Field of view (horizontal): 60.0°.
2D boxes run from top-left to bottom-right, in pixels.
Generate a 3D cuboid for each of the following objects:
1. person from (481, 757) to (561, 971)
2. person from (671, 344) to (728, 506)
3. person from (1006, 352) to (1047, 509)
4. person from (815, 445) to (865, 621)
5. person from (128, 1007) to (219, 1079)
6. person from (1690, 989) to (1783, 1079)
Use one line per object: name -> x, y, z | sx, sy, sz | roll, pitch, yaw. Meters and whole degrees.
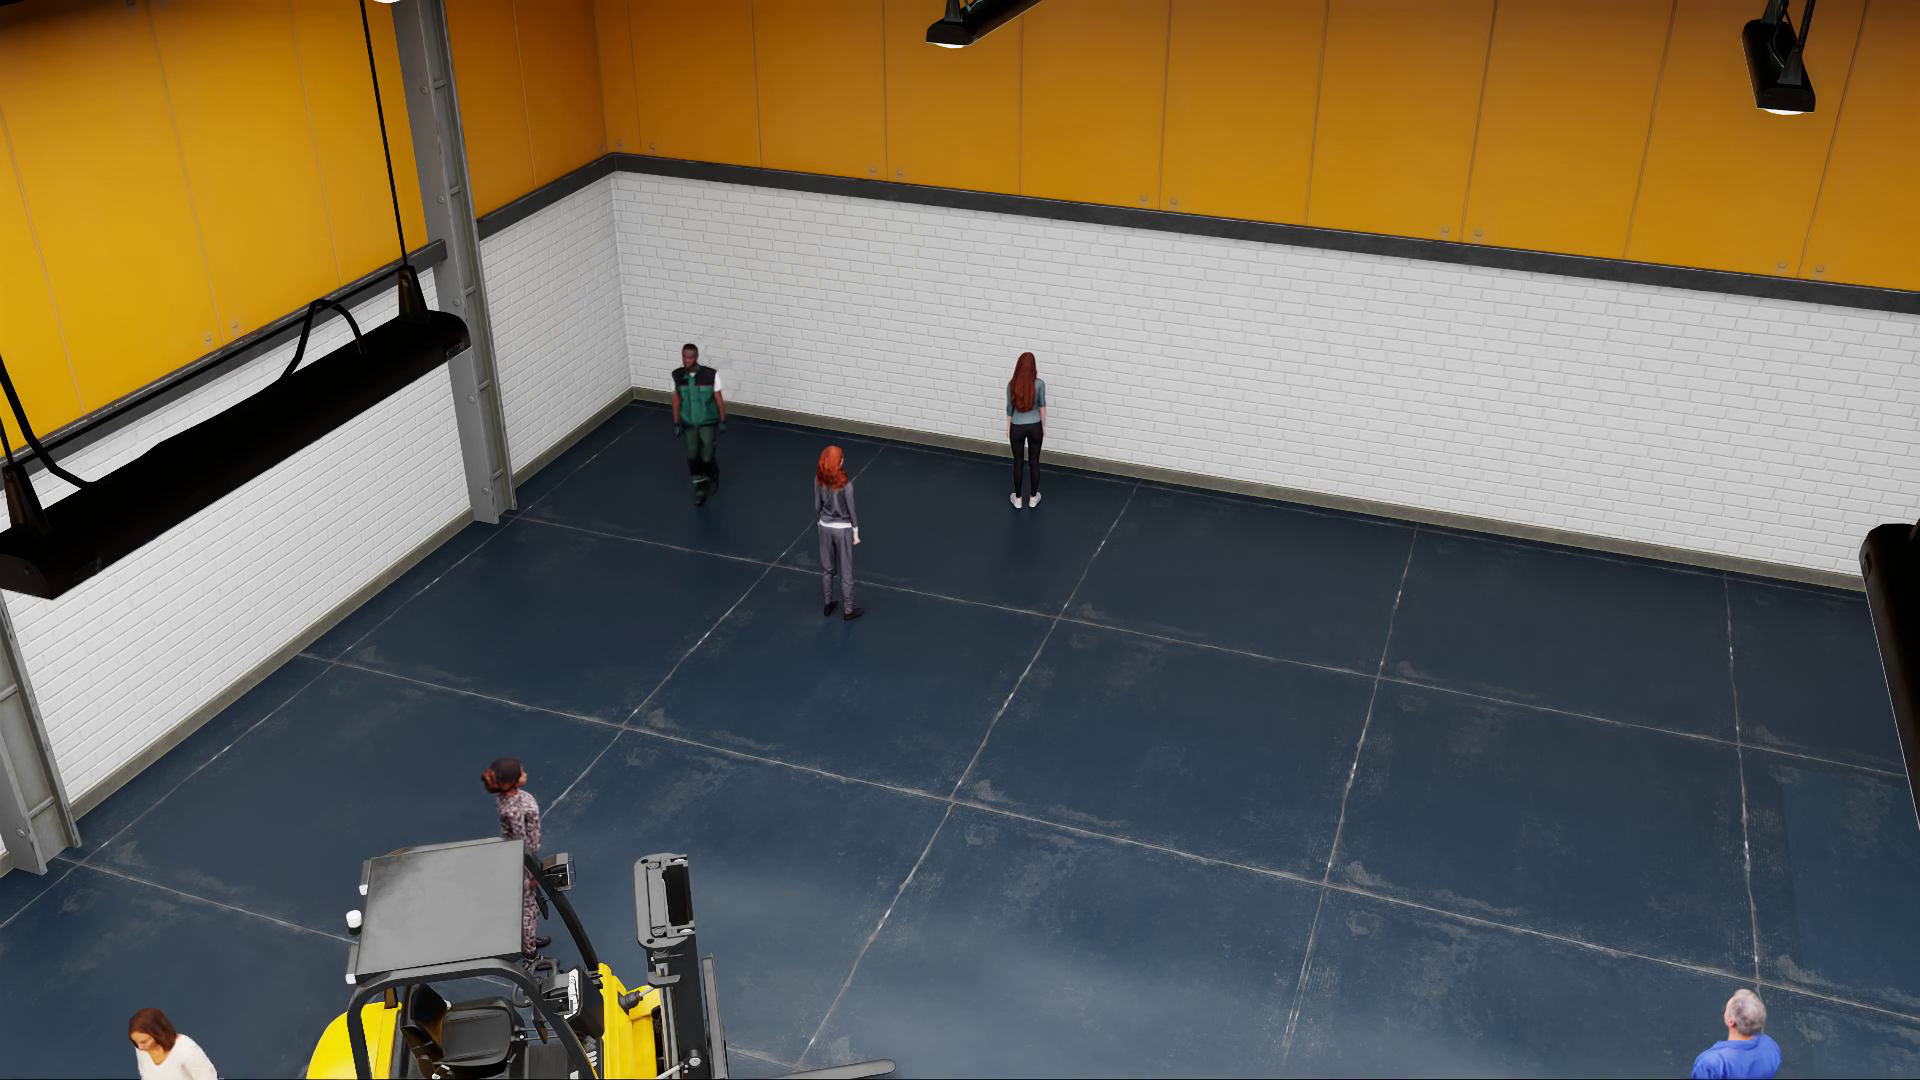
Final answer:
person -> -3.004, 2.195, 11.377 | 0.735, 1.714, 0.673 | -12, 31, -21
person -> -2.735, -1.261, 17.598 | 0.790, 1.825, 0.814 | 4, 29, 7
person -> 0.695, -1.155, 17.490 | 0.648, 1.743, 0.652 | 0, 29, -1
person -> -1.147, -0.071, 15.464 | 0.599, 1.780, 0.537 | 14, 32, 24
person -> -4.334, 3.215, 9.570 | 0.662, 1.655, 0.606 | 10, 30, 18
person -> 4.226, 3.277, 9.279 | 0.778, 1.825, 0.811 | -10, 30, -18
